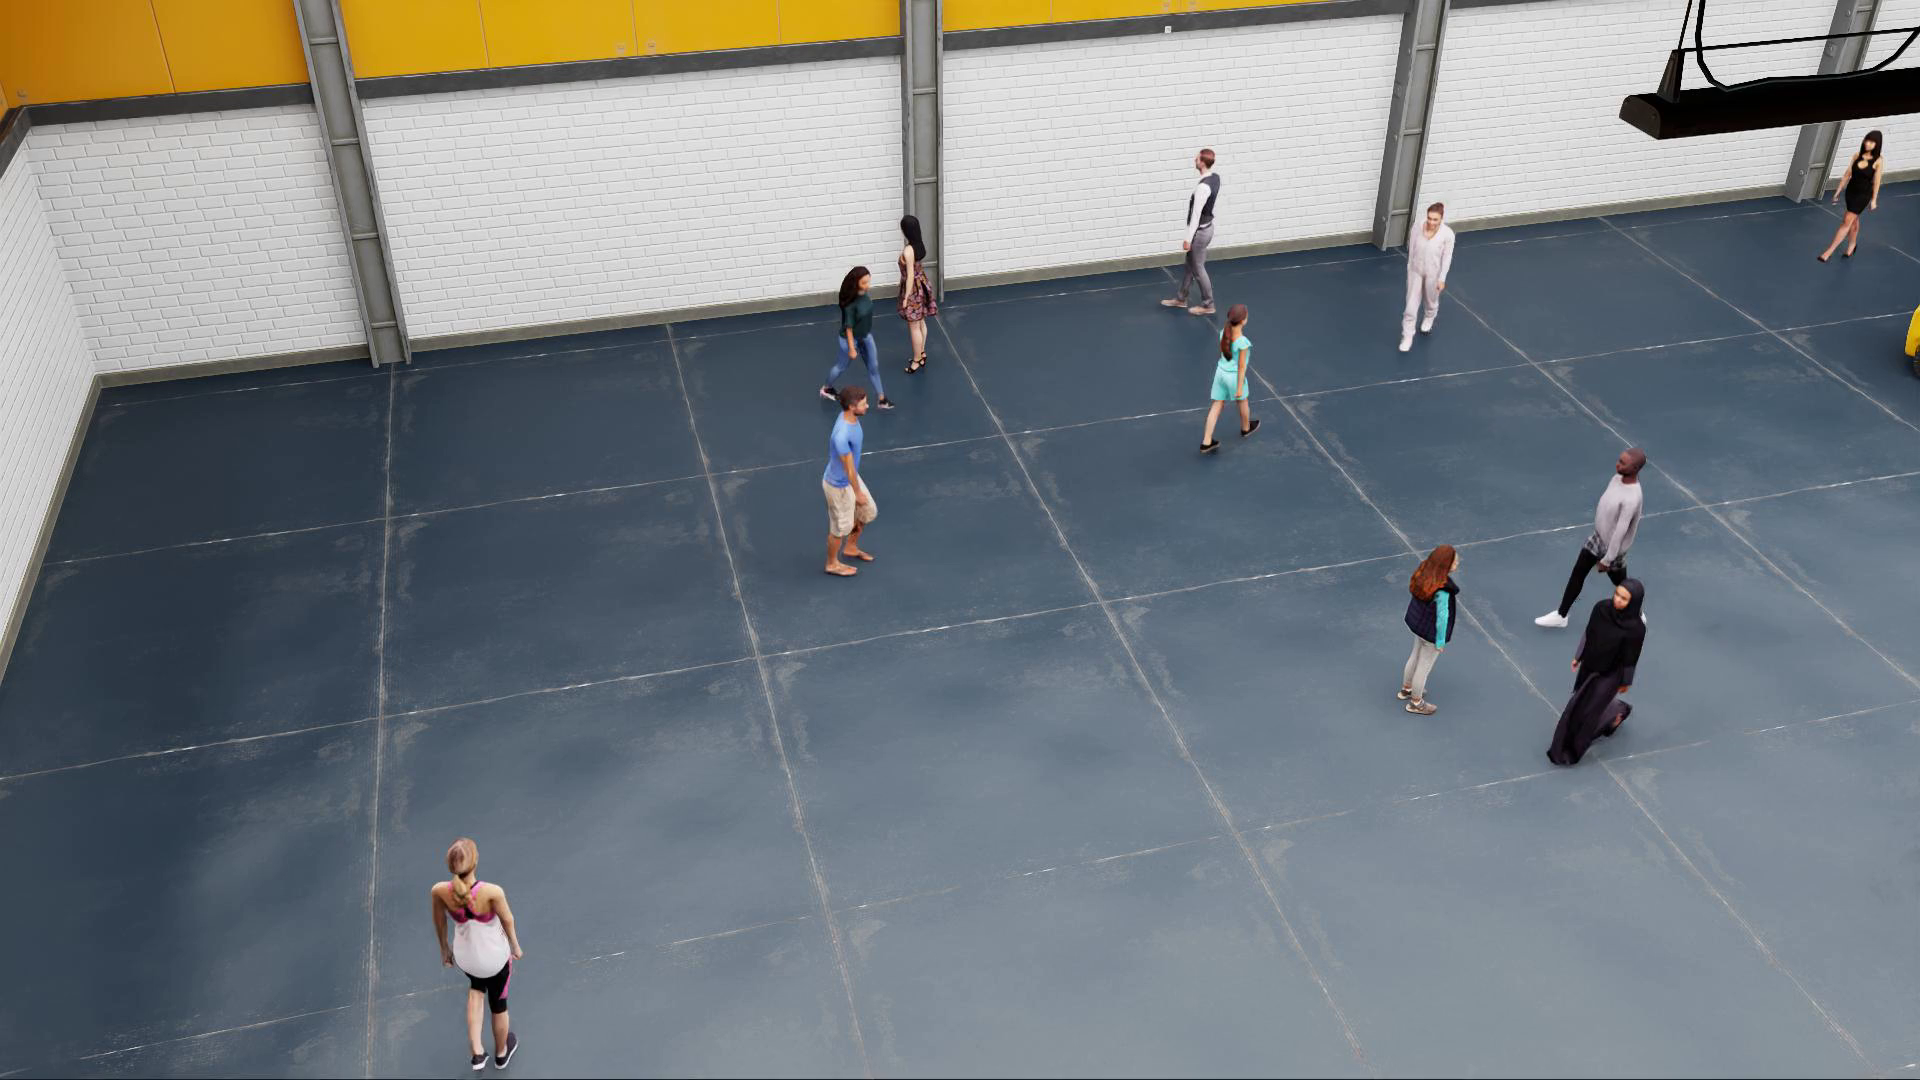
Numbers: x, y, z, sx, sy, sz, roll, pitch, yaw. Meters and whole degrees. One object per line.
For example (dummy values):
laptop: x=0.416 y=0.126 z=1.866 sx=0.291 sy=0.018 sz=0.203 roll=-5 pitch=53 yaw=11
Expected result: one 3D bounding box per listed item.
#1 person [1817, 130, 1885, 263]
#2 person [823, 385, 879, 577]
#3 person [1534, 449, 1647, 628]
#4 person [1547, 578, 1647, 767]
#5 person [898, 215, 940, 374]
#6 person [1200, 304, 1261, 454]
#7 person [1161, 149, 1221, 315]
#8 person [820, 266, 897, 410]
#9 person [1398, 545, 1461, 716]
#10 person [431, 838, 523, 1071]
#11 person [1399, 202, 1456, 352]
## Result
person: x=10.815 y=-4.118 z=19.946 sx=1.044 sy=1.617 sz=0.744 roll=-17 pitch=37 yaw=-23
person: x=-1.100 y=-0.498 z=14.302 sx=0.822 sy=1.836 sz=0.769 roll=6 pitch=34 yaw=9
person: x=5.407 y=0.050 z=13.569 sx=1.206 sy=1.735 sz=0.827 roll=0 pitch=34 yaw=0
person: x=4.838 y=0.935 z=12.372 sx=1.092 sy=1.587 sz=0.702 roll=-14 pitch=36 yaw=-20
person: x=-0.488 y=-2.591 z=17.508 sx=0.838 sy=1.774 sz=0.797 roll=10 pitch=35 yaw=14
person: x=2.577 y=-1.543 z=16.164 sx=1.113 sy=1.517 sz=0.858 roll=-25 pitch=41 yaw=-33
person: x=2.750 y=-3.441 z=18.650 sx=1.037 sy=1.926 sz=0.944 roll=12 pitch=35 yaw=17
person: x=-1.140 y=-2.057 z=16.886 sx=1.154 sy=1.572 sz=1.086 roll=14 pitch=36 yaw=20
person: x=3.626 y=0.668 z=12.853 sx=0.618 sy=1.499 sz=0.612 roll=-3 pitch=34 yaw=-5
person: x=-2.845 y=2.526 z=9.806 sx=0.714 sy=1.777 sz=0.775 roll=3 pitch=34 yaw=4
person: x=5.105 y=-2.923 z=18.120 sx=1.079 sy=1.649 sz=1.094 roll=14 pitch=36 yaw=20
